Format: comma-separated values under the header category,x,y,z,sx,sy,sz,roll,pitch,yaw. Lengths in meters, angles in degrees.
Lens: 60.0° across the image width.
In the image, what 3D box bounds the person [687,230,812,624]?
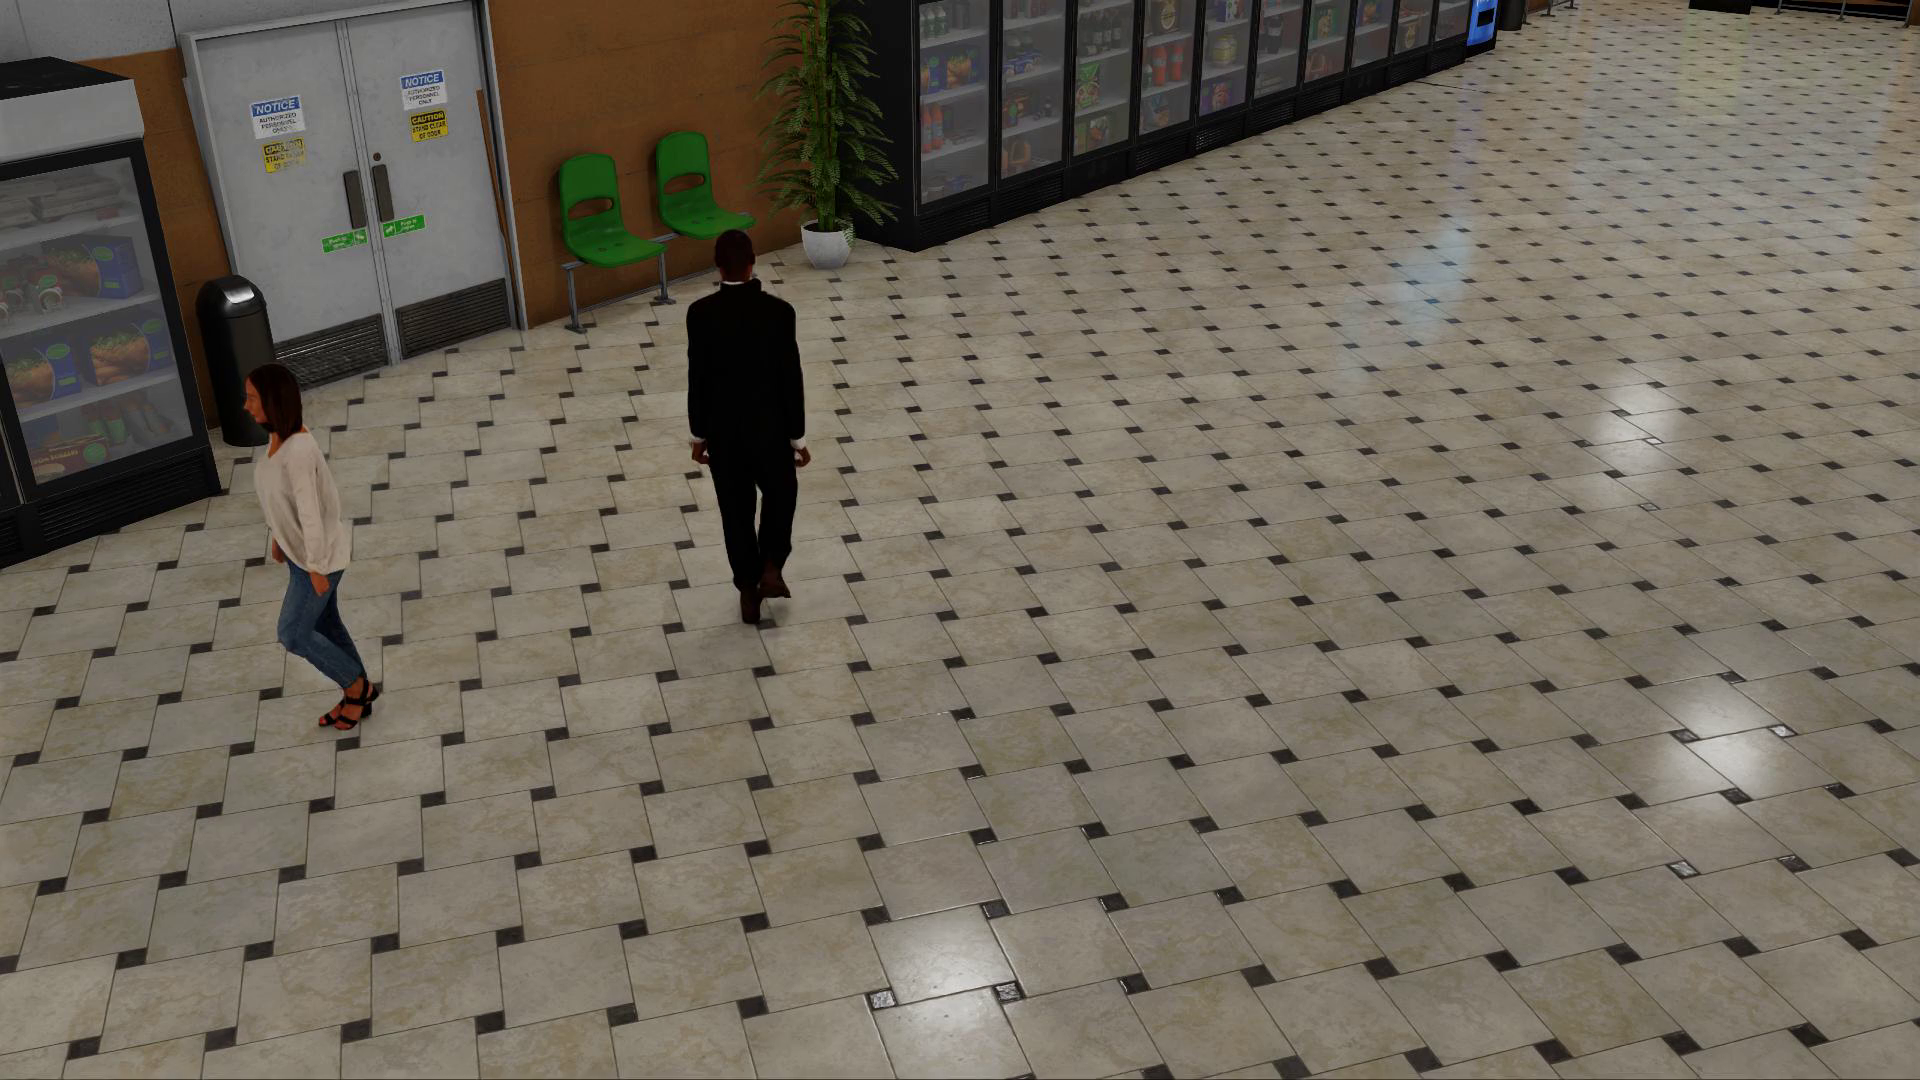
category,x,y,z,sx,sy,sz,roll,pitch,yaw
person,-0.982,-0.474,7.703,0.865,1.894,0.932,-1,27,-2

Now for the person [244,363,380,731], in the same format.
category,x,y,z,sx,sy,sz,roll,pitch,yaw
person,-2.613,0.045,6.930,0.782,1.668,0.657,-13,30,-25
